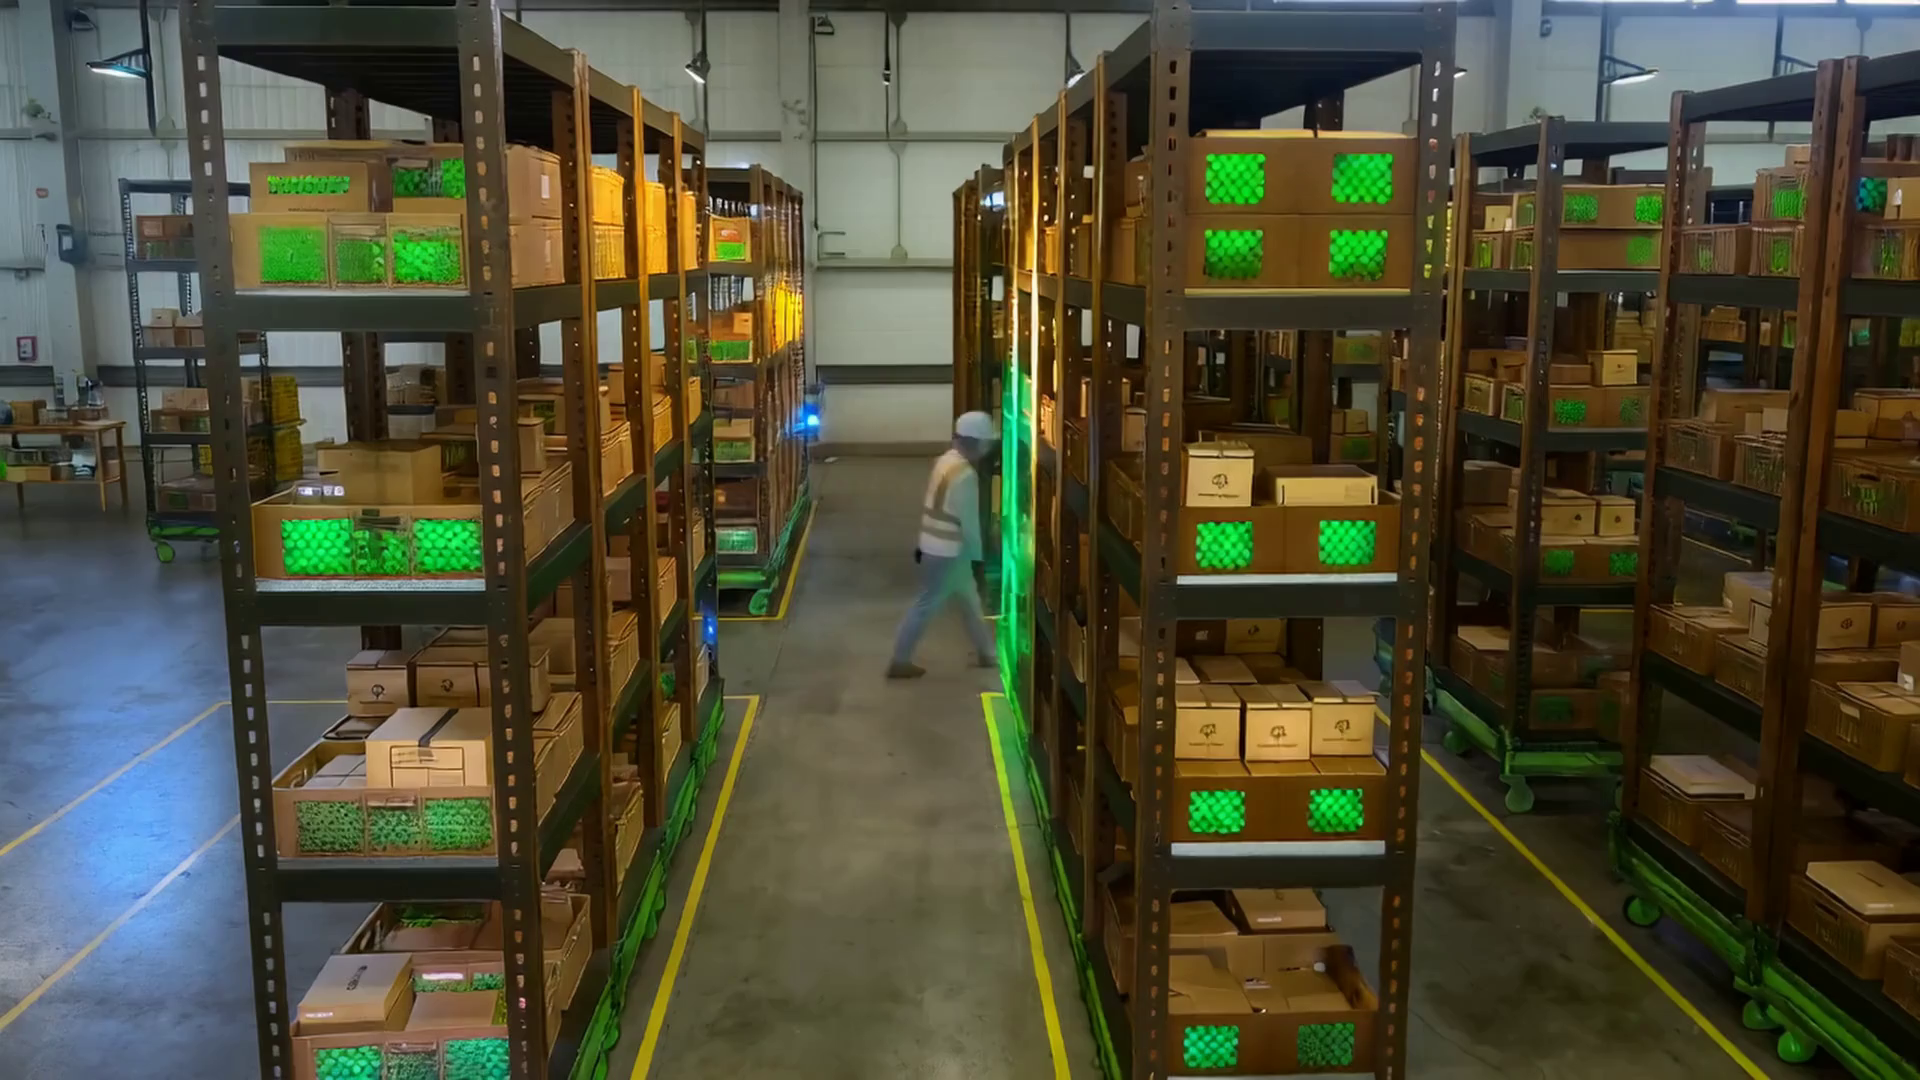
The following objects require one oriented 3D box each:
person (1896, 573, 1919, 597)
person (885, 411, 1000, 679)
[{"bbox_3d":[7.937,-0.256,13.388,0.924,1.768,0.659,-2,10,-9],"label":"person"},{"bbox_3d":[-0.040,0.048,11.418,1.058,1.857,0.620,-2,10,-10],"label":"person"}]
